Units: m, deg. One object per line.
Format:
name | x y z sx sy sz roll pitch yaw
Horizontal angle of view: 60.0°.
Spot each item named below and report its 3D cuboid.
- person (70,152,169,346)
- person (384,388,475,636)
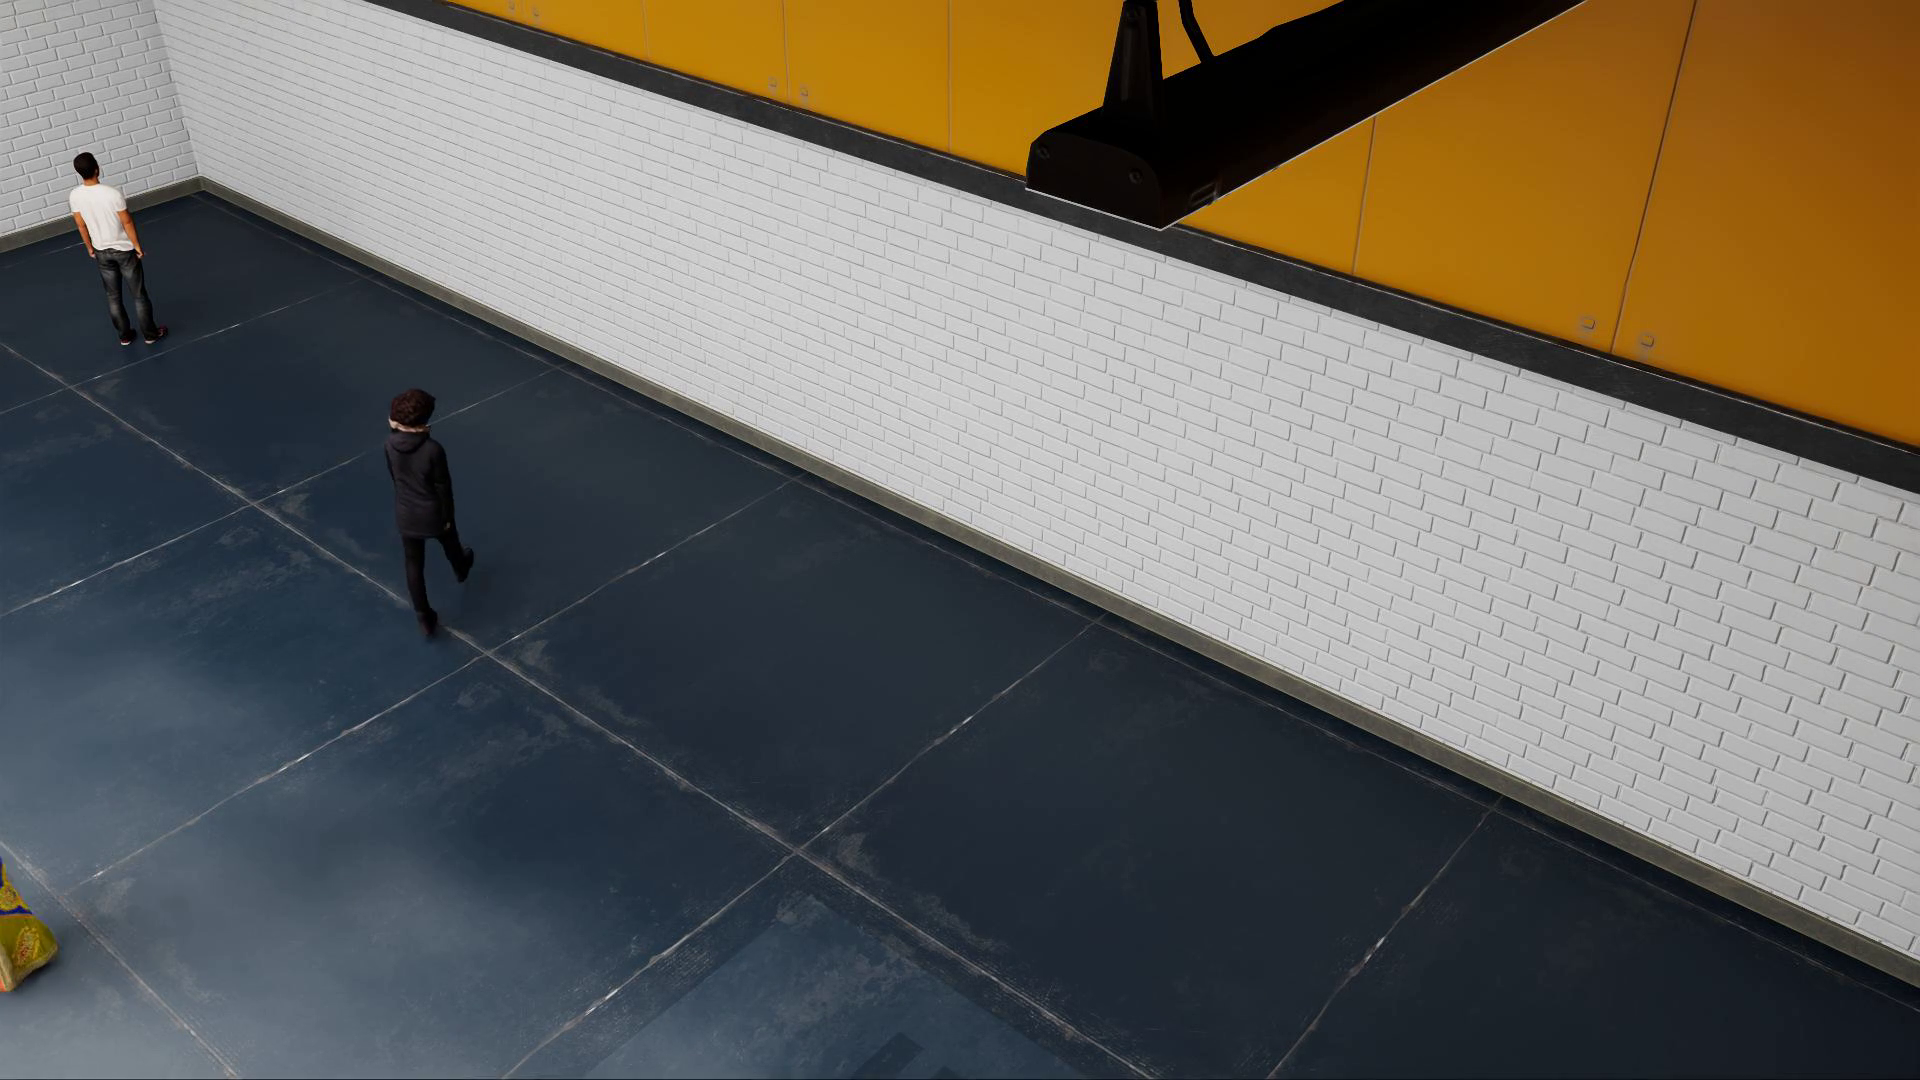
person | -7.623 -2.617 14.971 0.706 1.805 0.759 -2 34 -3
person | -3.681 -0.146 11.321 1.071 1.720 1.209 1 34 2
